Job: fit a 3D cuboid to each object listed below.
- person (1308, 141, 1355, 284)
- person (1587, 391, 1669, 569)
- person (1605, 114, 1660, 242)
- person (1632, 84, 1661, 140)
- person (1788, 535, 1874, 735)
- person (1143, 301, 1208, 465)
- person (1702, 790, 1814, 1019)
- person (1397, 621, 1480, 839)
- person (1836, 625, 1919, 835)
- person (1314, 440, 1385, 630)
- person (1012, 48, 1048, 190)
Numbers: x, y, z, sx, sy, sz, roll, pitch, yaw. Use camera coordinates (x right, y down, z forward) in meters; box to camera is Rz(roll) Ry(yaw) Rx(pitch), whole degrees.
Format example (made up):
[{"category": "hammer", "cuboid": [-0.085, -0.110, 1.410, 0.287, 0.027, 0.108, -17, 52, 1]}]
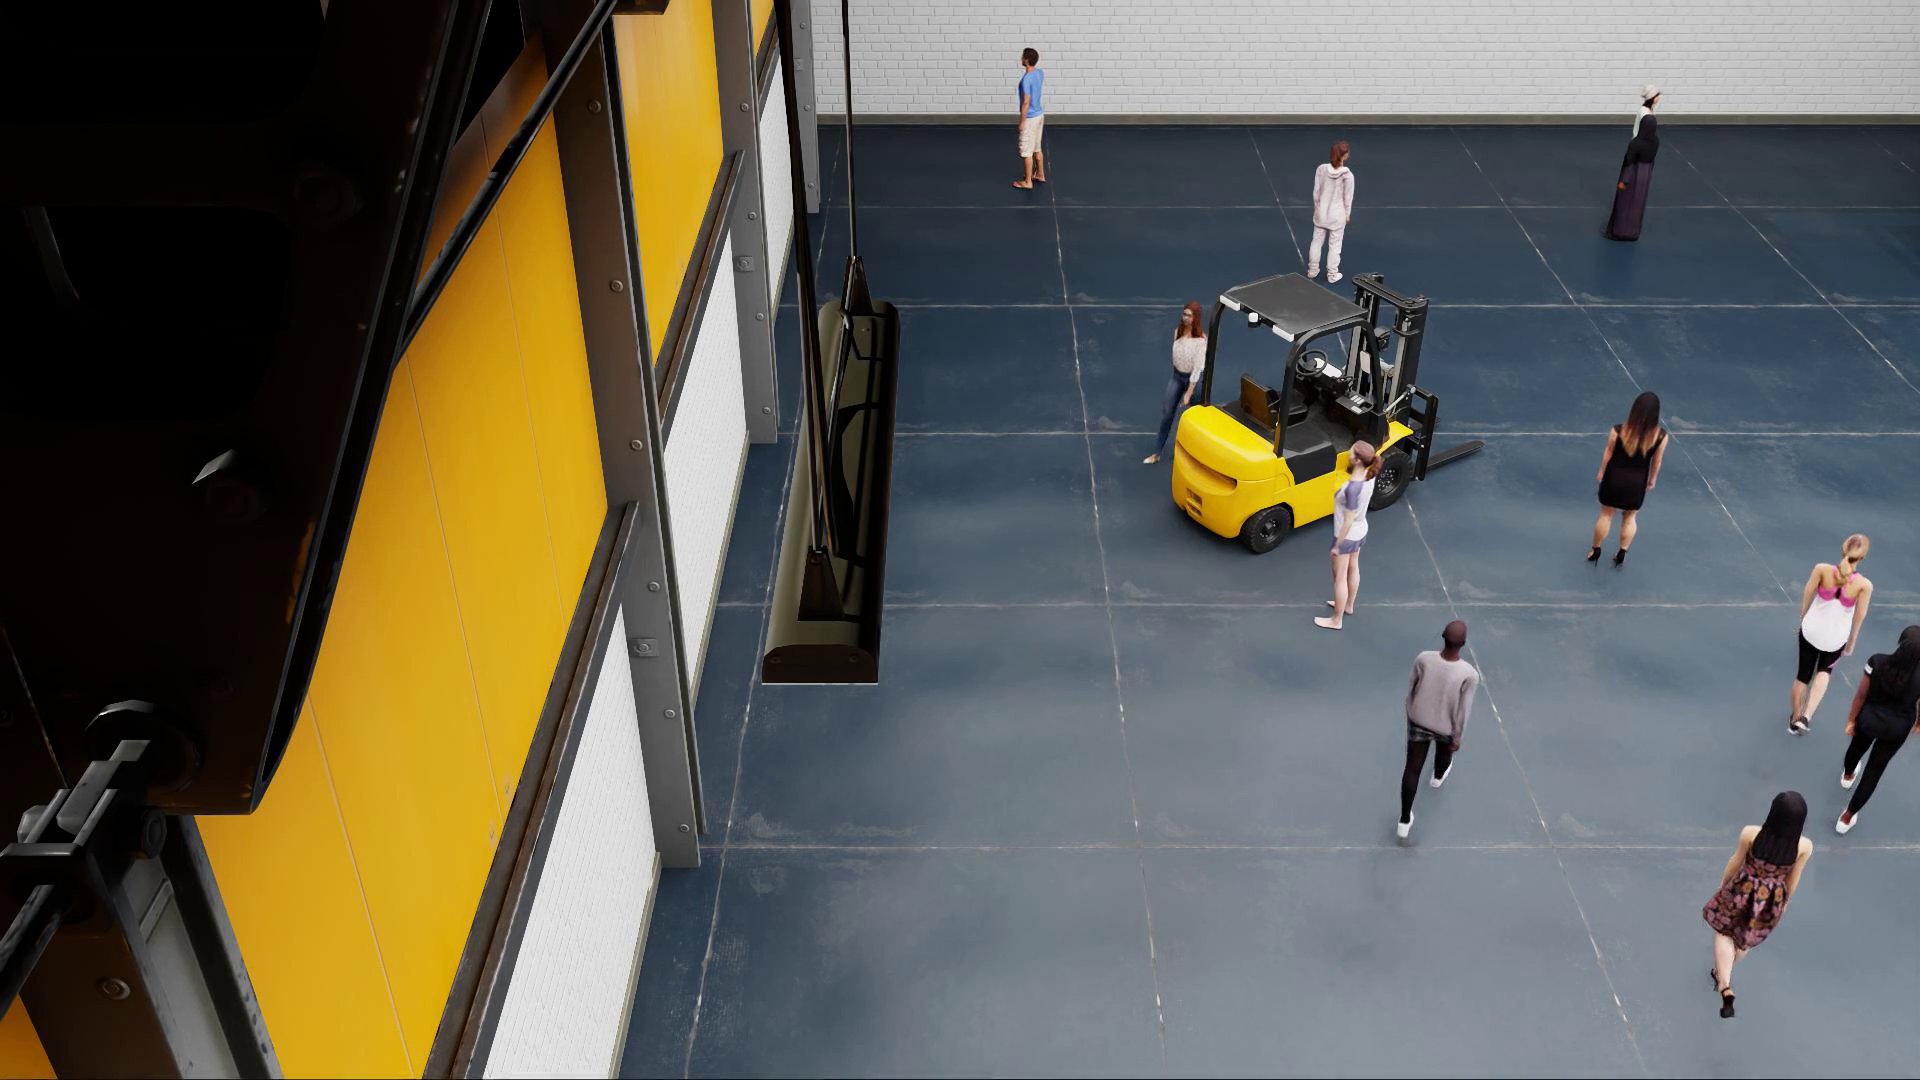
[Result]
[{"category": "person", "cuboid": [4.397, -3.900, 19.737, 0.732, 1.691, 0.754, 21, 39, 28]}, {"category": "person", "cuboid": [5.858, -0.517, 14.625, 0.685, 1.715, 0.654, 6, 34, 9]}, {"category": "person", "cuboid": [8.435, -4.531, 20.755, 0.680, 1.614, 0.684, -10, 35, -14]}, {"category": "person", "cuboid": [8.825, -5.111, 21.601, 0.686, 1.645, 0.542, 11, 35, 16]}, {"category": "person", "cuboid": [6.530, 0.772, 12.633, 0.764, 1.774, 0.825, 22, 39, 29]}, {"category": "person", "cuboid": [2.281, -1.552, 16.200, 1.020, 1.695, 1.093, 27, 42, 34]}, {"category": "person", "cuboid": [4.939, 2.300, 10.348, 0.810, 1.758, 1.021, 11, 35, 15]}, {"category": "person", "cuboid": [3.324, 1.359, 11.790, 1.014, 1.730, 1.227, 18, 37, 25]}, {"category": "person", "cuboid": [6.538, 1.370, 11.802, 1.005, 1.699, 1.099, 25, 41, 32]}, {"category": "person", "cuboid": [3.256, -0.056, 13.884, 0.741, 1.768, 0.665, 21, 39, 29]}, {"category": "person", "cuboid": [0.954, -5.642, 22.189, 0.813, 1.878, 0.708, 18, 38, 25]}]
